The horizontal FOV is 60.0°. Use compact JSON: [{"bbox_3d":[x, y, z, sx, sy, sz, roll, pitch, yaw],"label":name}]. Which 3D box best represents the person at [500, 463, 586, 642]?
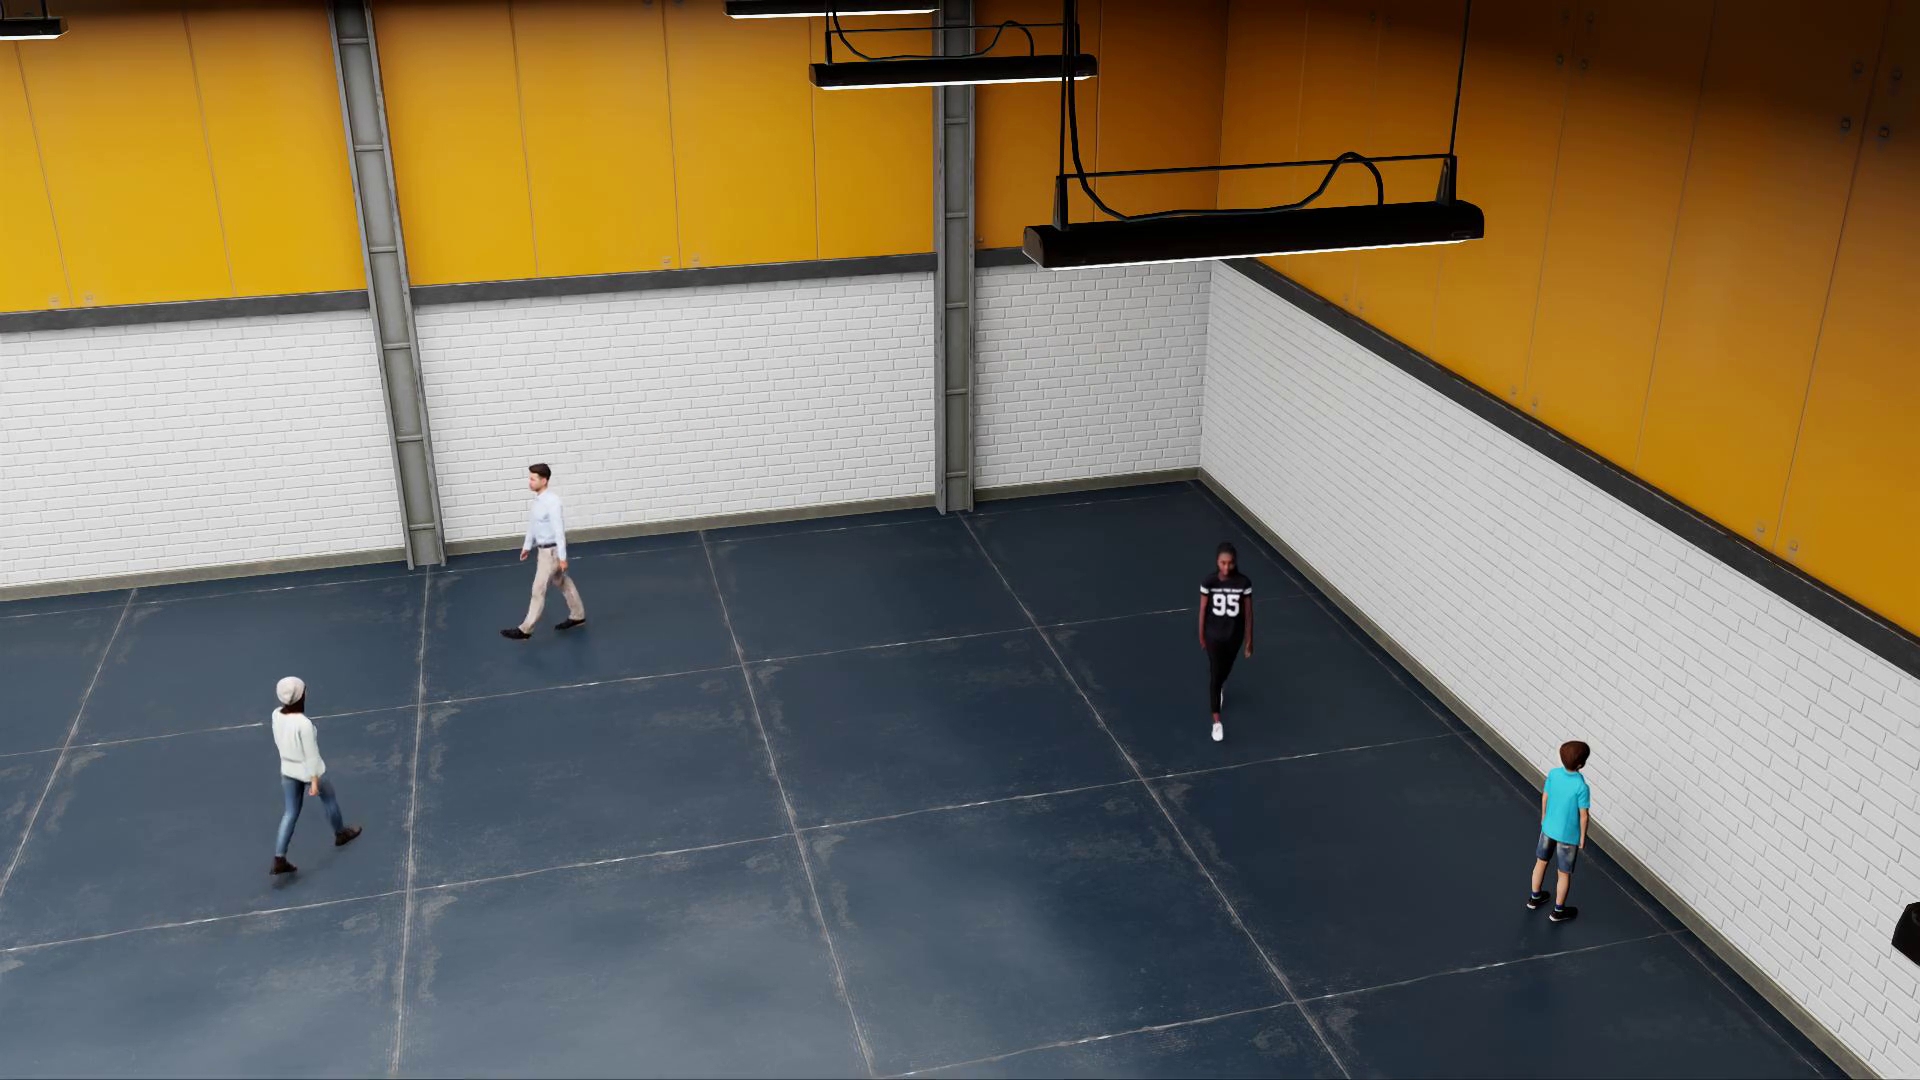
[{"bbox_3d":[-3.958,0.097,16.382,1.203,1.811,0.853,-13,27,-28],"label":"person"}]

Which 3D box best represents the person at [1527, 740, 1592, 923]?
[{"bbox_3d":[4.423,2.110,12.227,0.566,1.449,0.579,-15,28,-31],"label":"person"}]

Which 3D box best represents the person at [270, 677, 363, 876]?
[{"bbox_3d":[-5.090,1.811,12.710,1.085,1.611,1.078,10,26,22],"label":"person"}]

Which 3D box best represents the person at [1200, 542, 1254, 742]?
[{"bbox_3d":[2.363,0.832,14.861,1.179,1.683,0.923,1,24,2],"label":"person"}]
